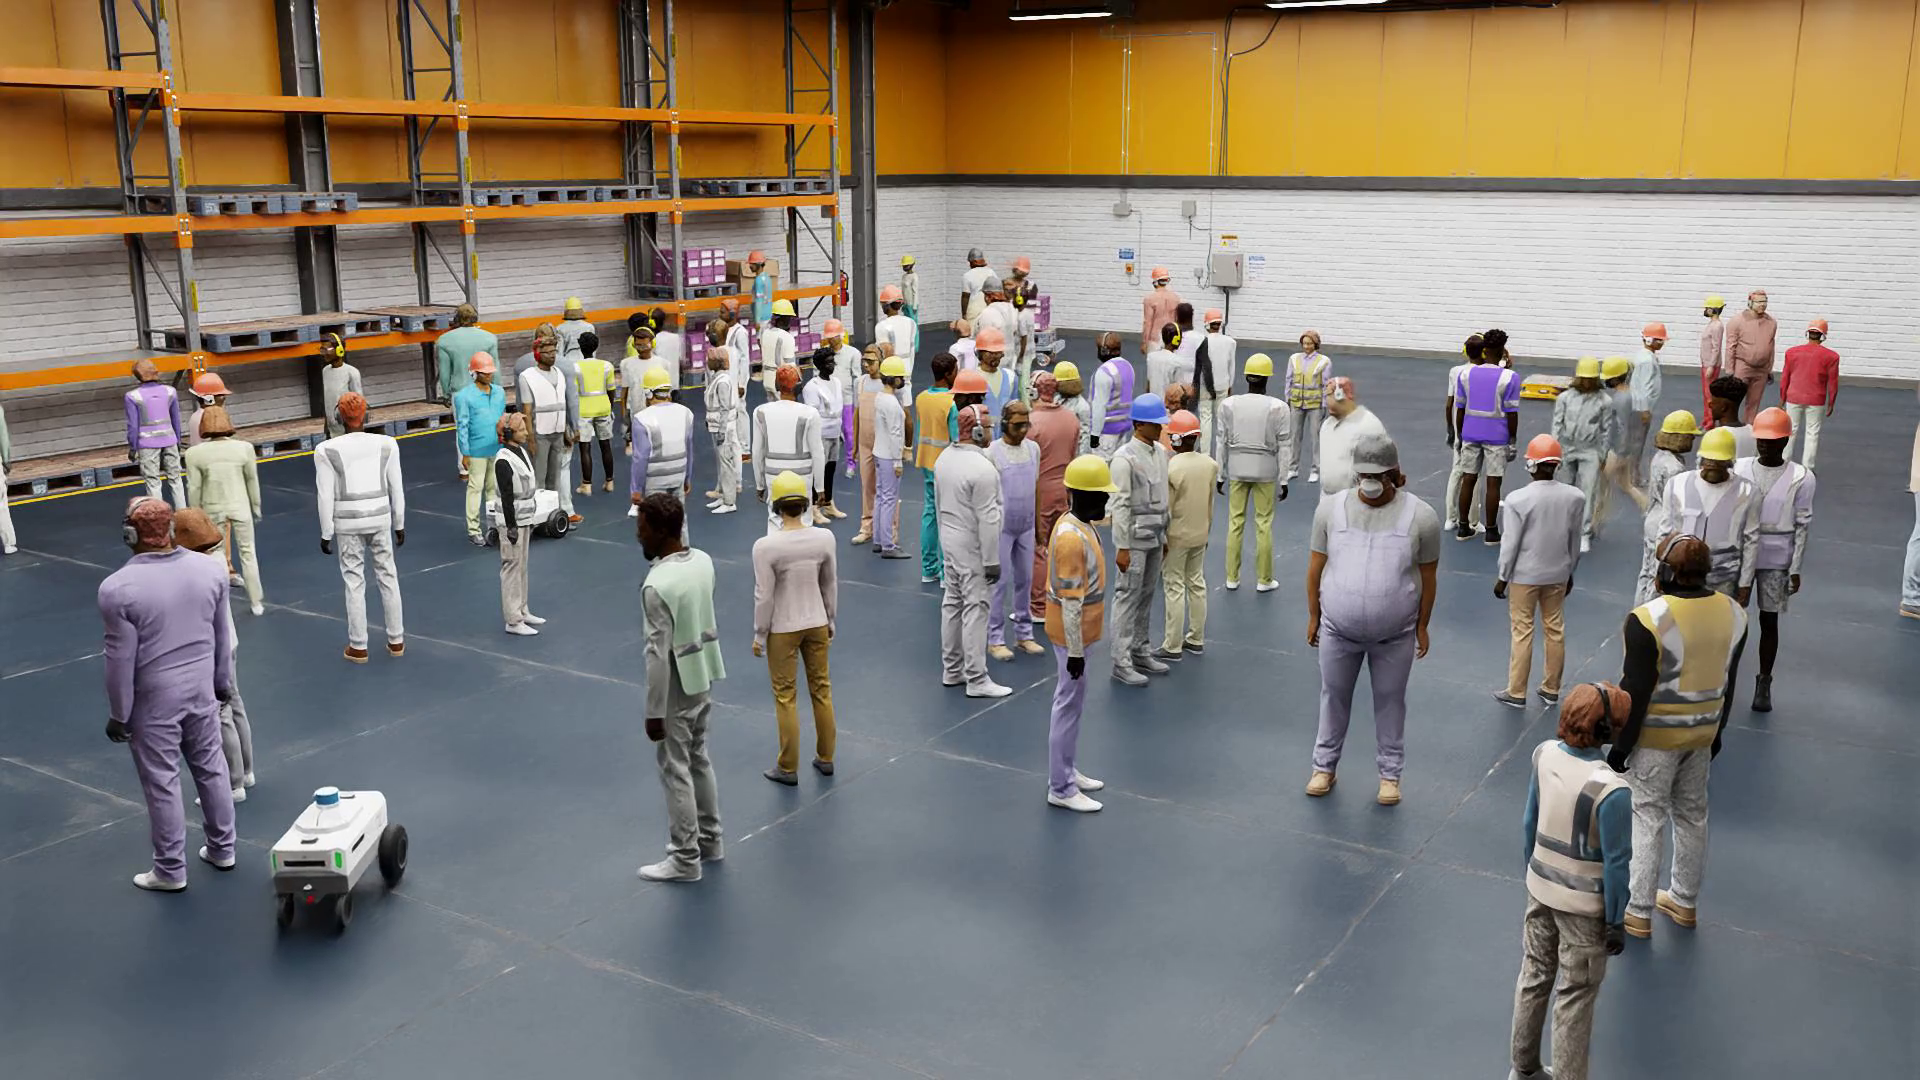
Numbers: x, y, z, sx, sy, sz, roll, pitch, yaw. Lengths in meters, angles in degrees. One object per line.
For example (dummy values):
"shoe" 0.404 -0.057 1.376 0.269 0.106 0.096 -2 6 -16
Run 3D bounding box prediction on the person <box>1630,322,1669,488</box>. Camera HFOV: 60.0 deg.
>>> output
"person" 7.297 -1.441 17.689 0.339 1.748 0.565 4 14 16

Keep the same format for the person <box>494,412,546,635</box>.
"person" -3.261 -0.125 12.228 0.308 1.641 0.517 0 13 -2

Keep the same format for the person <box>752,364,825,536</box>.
"person" -1.333 -0.435 13.035 0.585 1.882 0.337 4 14 16

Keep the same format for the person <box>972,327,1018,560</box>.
"person" 0.255 -0.808 14.306 0.606 2.044 0.373 -8 15 -31

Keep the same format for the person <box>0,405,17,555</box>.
"person" -8.560 -0.649 14.495 0.515 1.641 0.315 -9 16 -35

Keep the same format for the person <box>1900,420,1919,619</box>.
"person" 7.419 -0.398 12.629 0.373 1.997 0.610 8 15 32

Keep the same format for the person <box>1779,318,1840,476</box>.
"person" 9.290 -1.555 18.217 0.576 1.737 0.354 9 16 33

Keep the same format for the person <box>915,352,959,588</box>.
"person" -0.145 -0.566 13.537 0.392 1.917 0.593 -9 16 -35

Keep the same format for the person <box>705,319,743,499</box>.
"person" -2.436 -1.338 17.035 0.329 1.844 0.518 6 14 23

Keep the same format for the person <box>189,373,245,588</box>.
"person" -6.035 -0.482 13.526 0.325 1.752 0.559 -10 17 -38

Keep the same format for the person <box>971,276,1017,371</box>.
"person" 0.382 -2.222 20.445 0.536 2.000 0.681 8 15 32

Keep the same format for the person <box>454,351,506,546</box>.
"person" -4.282 -0.834 15.054 0.343 1.749 0.571 8 15 31

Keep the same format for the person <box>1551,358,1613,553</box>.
"person" 5.557 -0.781 14.927 0.505 1.725 0.562 6 14 23

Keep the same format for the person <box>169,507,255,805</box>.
"person" -4.060 0.622 8.999 0.277 1.631 0.506 -2 13 -7

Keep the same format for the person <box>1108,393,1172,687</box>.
"person" 1.210 -0.012 11.060 0.394 1.945 0.618 9 16 34

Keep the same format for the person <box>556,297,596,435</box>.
"person" -4.806 -2.165 20.858 0.485 1.739 0.313 -4 14 -18

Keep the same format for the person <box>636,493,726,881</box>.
"person" -1.347 0.711 8.022 0.396 1.906 0.604 4 13 15

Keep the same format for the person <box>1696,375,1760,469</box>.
"person" 5.379 -0.187 11.782 0.608 1.964 0.365 -10 16 -37

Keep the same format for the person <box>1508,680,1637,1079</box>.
"person" 2.225 1.304 6.031 0.311 1.638 0.523 -4 14 -16

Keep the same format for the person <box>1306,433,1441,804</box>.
"person" 2.198 0.425 8.962 0.689 2.000 0.537 5 14 20

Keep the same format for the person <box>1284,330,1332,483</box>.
"person" 3.744 -1.444 17.956 0.512 1.637 0.307 8 15 33

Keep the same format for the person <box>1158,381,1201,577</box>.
"person" 1.796 -0.496 13.838 0.308 1.640 0.510 -11 17 -40

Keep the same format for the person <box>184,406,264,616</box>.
"person" -5.570 -0.205 12.614 0.506 1.628 0.278 -6 14 -23

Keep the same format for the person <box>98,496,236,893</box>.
"person" -3.786 0.730 7.938 0.408 1.905 0.654 7 15 29

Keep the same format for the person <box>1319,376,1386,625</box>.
"person" 2.915 -0.298 12.518 0.630 1.850 0.675 -9 16 -34

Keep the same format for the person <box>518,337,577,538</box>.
"person" -3.835 -0.963 15.407 0.389 1.848 0.563 6 14 25

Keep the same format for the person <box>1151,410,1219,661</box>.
"person" 1.538 -0.033 11.579 0.563 1.752 0.326 -11 17 -40

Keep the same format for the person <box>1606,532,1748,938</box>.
"person" 3.167 0.871 7.465 0.634 1.842 0.429 -5 14 -21

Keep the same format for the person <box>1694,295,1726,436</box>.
"person" 9.413 -2.192 20.918 0.311 1.768 0.532 4 13 15

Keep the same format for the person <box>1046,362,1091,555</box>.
"person" 0.920 -0.683 14.435 0.312 1.738 0.483 -9 16 -34

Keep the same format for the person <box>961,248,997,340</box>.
"person" 0.277 -3.720 26.940 0.702 2.000 0.536 -9 16 -36

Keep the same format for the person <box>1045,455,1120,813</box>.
"person" 0.650 0.488 8.939 0.383 1.924 0.594 2 13 7

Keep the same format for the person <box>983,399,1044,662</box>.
"person" 0.363 -0.072 11.572 0.511 1.838 0.351 -9 16 -34

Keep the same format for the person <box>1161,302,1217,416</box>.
"person" 2.519 -1.717 18.626 0.946 1.871 0.585 -12 17 -41

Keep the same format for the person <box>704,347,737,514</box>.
"person" -2.353 -1.083 16.382 0.309 1.641 0.515 -4 13 -15

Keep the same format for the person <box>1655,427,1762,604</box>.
"person" 4.681 0.189 10.463 0.592 1.826 0.403 7 15 29

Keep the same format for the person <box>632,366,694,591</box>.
"person" -2.402 -0.483 13.358 0.404 1.832 0.600 10 16 37

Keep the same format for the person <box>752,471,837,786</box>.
"person" -0.928 0.489 9.290 0.533 1.765 0.321 -9 16 -35

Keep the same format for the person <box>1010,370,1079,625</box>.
"person" 0.604 -0.322 12.496 0.405 1.906 0.652 11 17 40

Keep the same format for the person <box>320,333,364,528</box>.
"person" -5.776 -1.008 15.559 0.533 1.868 0.310 8 15 31
